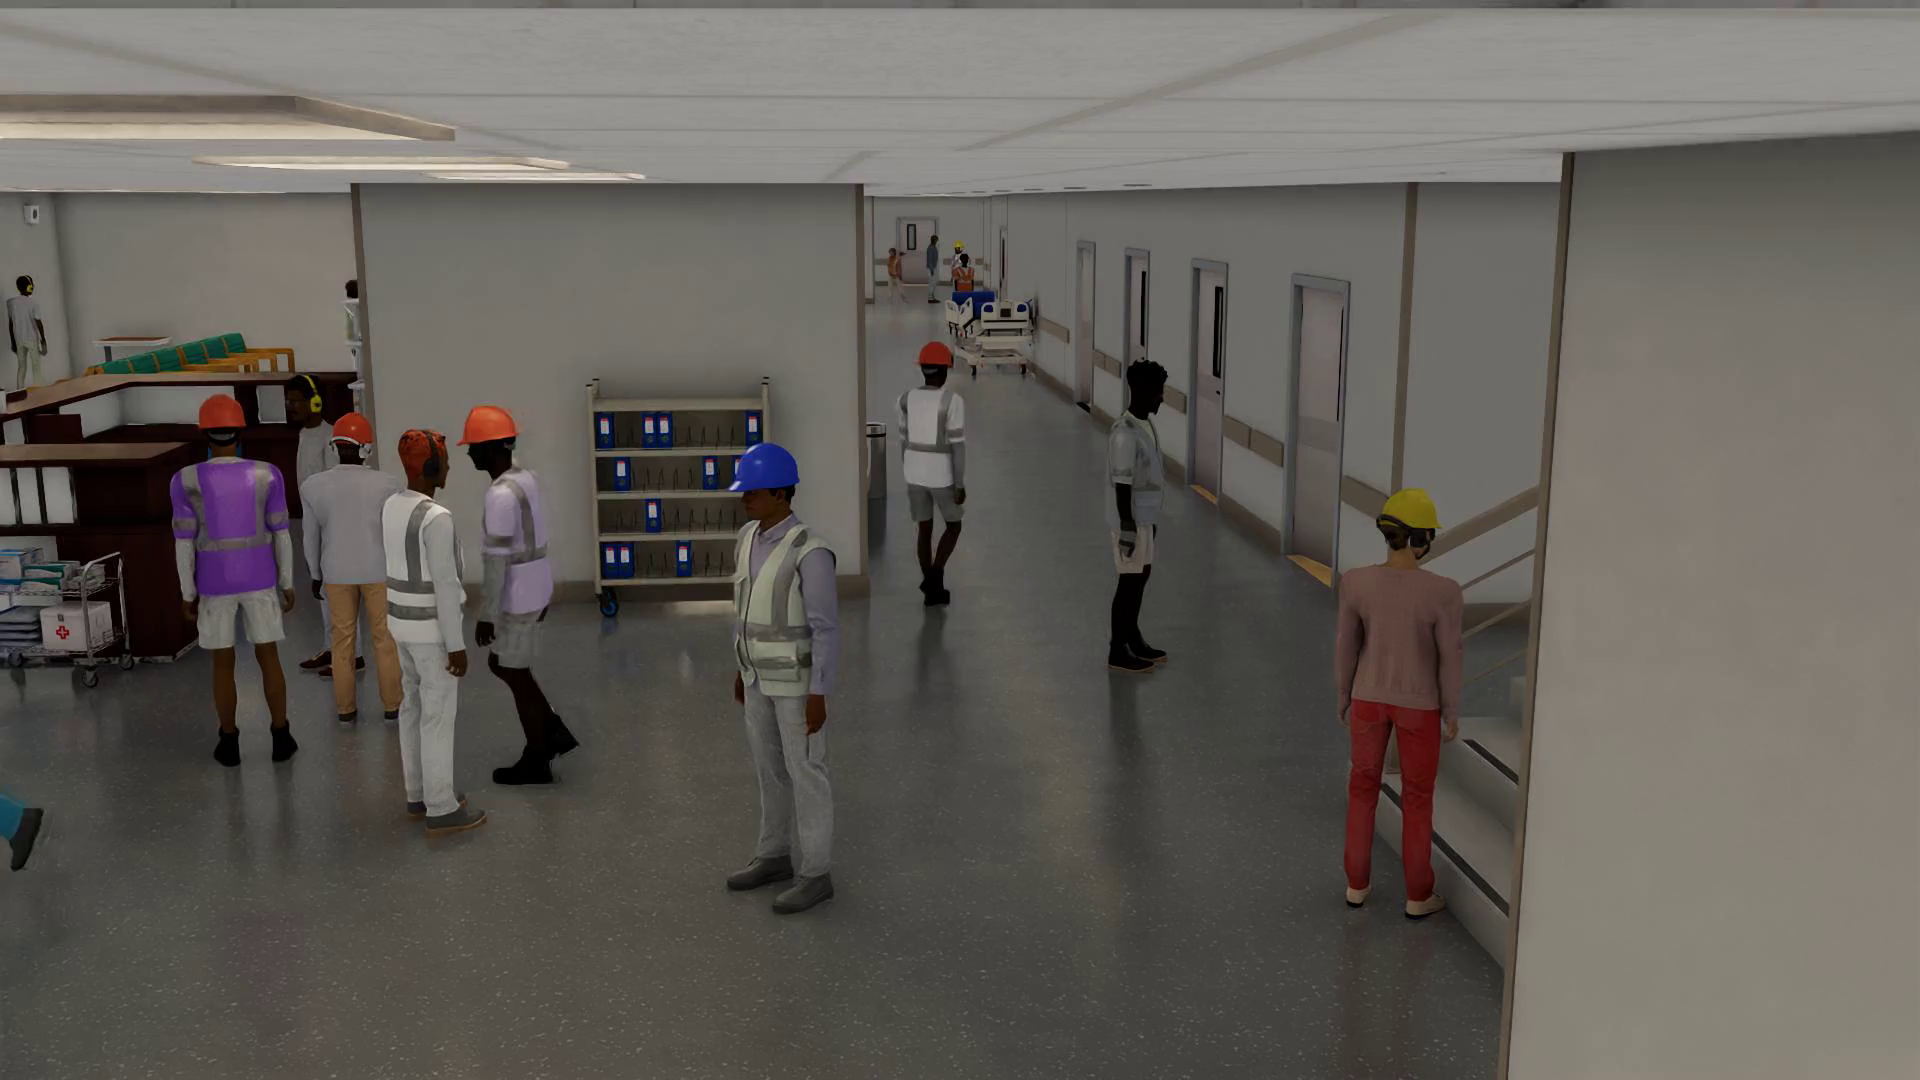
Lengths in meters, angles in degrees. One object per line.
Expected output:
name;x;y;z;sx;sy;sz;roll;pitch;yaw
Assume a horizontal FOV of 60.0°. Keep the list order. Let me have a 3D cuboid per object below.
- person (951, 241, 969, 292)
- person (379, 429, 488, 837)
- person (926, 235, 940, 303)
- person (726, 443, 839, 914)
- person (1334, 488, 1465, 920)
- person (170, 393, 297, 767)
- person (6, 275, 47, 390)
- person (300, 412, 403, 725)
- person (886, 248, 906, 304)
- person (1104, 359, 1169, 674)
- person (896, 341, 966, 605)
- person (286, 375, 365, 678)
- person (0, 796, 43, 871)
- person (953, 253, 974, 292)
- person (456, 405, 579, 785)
person;-0.037;-6.983;43.998;0.404;1.833;0.590;-11;16;-42
person;-2.451;0.423;7.693;0.364;1.882;0.579;-10;15;-40
person;-0.772;-7.683;47.187;0.377;1.931;0.636;2;12;7
person;-0.745;0.561;6.847;0.405;1.946;0.612;-10;15;-40
person;1.787;0.665;6.795;0.525;1.765;0.329;8;14;34
person;-3.747;0.207;8.610;0.552;1.932;0.379;-6;13;-26
person;-13.118;-2.781;23.409;0.521;1.861;0.332;1;12;5
person;-3.340;0.162;9.270;0.574;1.749;0.333;-1;12;-6
person;-1.791;-7.492;47.118;0.522;1.585;0.863;6;13;28
person;1.091;-0.147;10.298;0.383;1.952;0.620;4;12;19
person;-0.196;-0.461;11.921;0.546;1.915;0.463;6;13;26
person;-3.925;-0.088;10.242;0.324;1.862;0.512;-10;16;-42
person;-4.311;0.591;7.024;0.678;1.818;0.589;-2;12;-11
person;0.097;-5.712;38.117;0.536;1.696;0.321;-6;13;-25
person;-2.247;0.284;8.275;0.435;1.915;0.580;-1;12;-5
